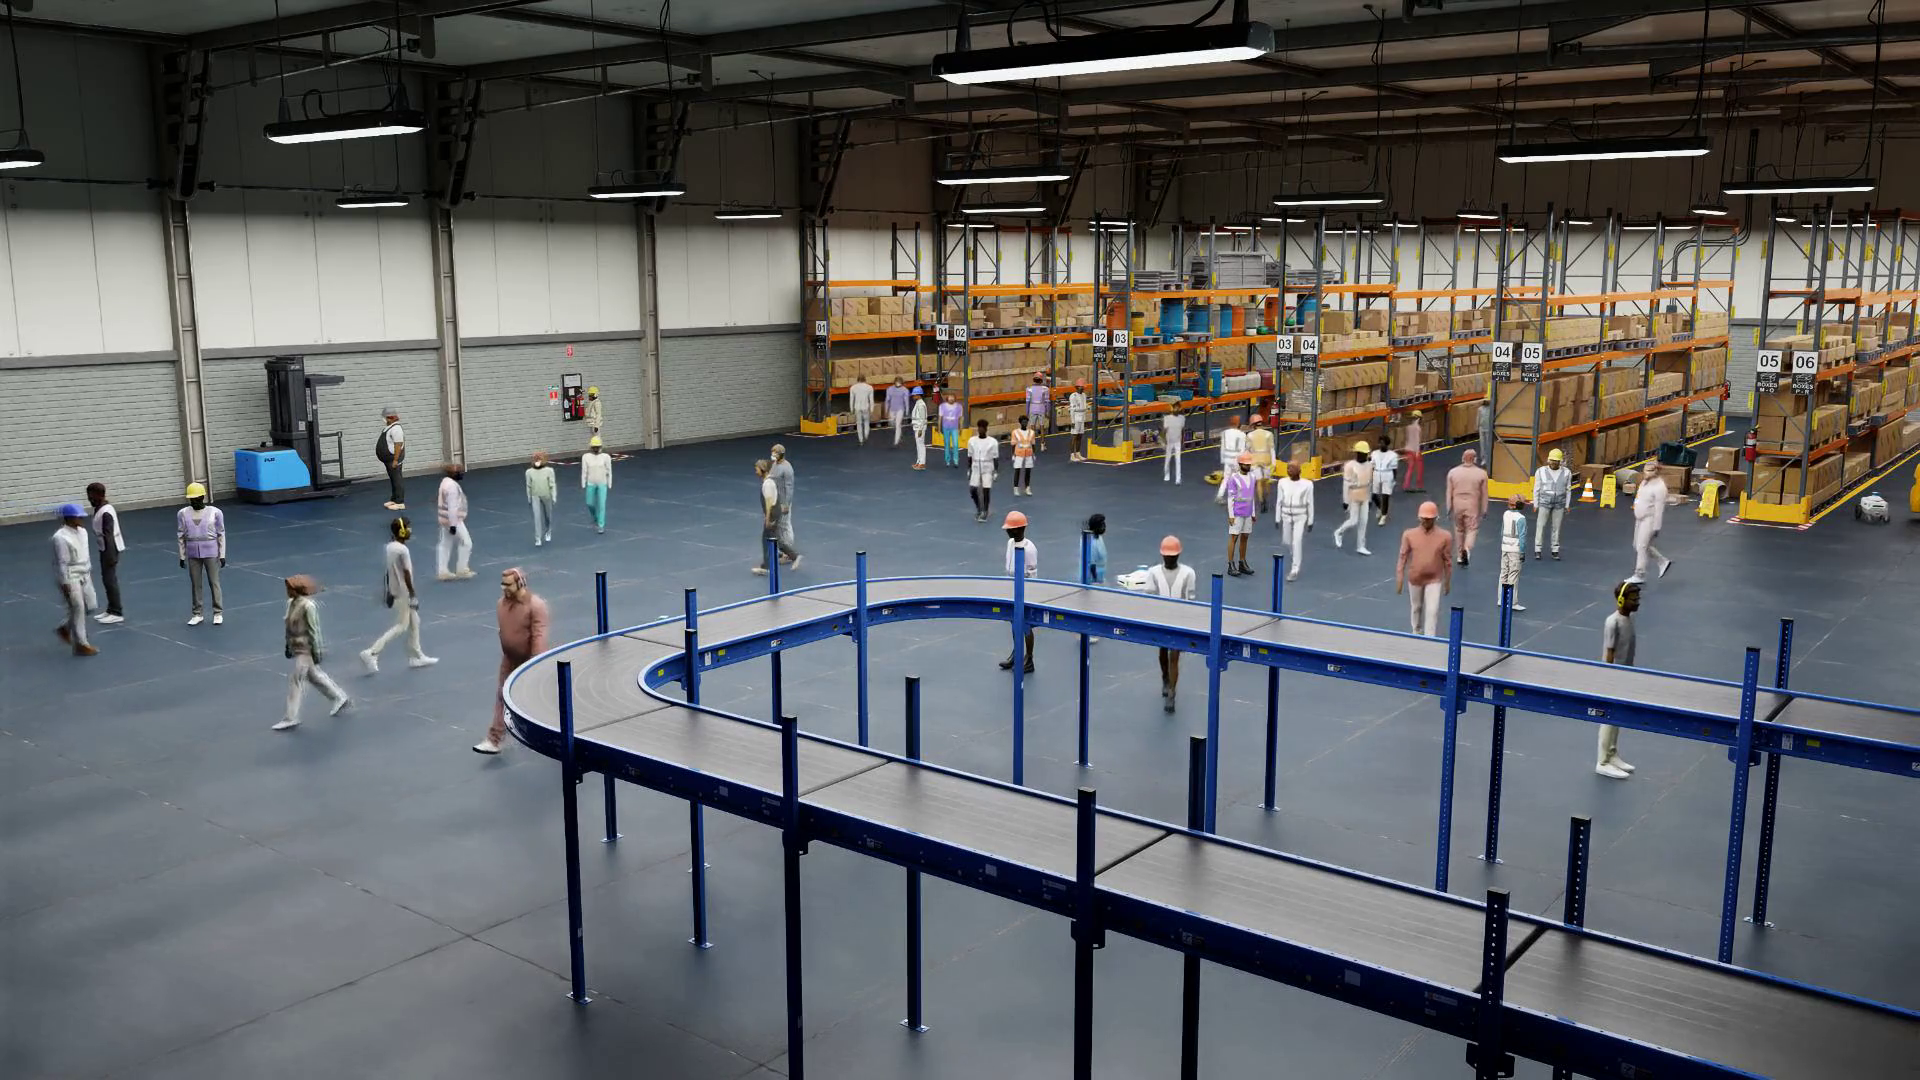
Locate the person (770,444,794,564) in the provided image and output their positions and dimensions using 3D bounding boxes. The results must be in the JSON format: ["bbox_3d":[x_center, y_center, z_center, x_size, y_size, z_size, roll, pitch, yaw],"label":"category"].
[{"bbox_3d":[-2.906,-0.599,25.383,0.371,1.939,0.627,-6,12,-30],"label":"person"}]

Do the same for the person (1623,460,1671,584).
[{"bbox_3d":[10.448,-0.273,23.657,0.680,1.887,0.658,0,10,2],"label":"person"}]

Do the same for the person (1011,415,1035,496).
[{"bbox_3d":[1.319,-1.763,32.609,0.540,1.695,0.317,-3,10,-16],"label":"person"}]

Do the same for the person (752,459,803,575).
[{"bbox_3d":[-2.860,-0.355,24.396,0.738,1.806,0.591,0,10,-3],"label":"person"}]

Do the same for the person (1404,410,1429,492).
[{"bbox_3d":[9.695,-1.880,33.171,0.629,1.719,0.585,-2,10,-10],"label":"person"}]

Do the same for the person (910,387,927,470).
[{"bbox_3d":[-0.968,-2.635,36.818,0.397,1.944,0.616,-2,10,-9],"label":"person"}]

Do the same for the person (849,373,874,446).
[{"bbox_3d":[-2.628,-3.489,41.712,0.650,1.914,0.674,-1,10,-6],"label":"person"}]

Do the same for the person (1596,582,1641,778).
[{"bbox_3d":[6.274,1.309,14.861,0.340,1.867,0.518,9,13,40],"label":"person"}]

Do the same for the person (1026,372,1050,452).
[{"bbox_3d":[2.001,-3.310,40.342,0.613,2.041,0.393,1,10,6],"label":"person"}]

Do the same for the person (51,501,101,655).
[{"bbox_3d":[-11.019,0.469,19.399,0.543,1.930,0.610,1,10,4],"label":"person"}]

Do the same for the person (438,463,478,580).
[{"bbox_3d":[-7.707,-0.282,23.950,0.696,1.805,0.745,-5,11,-28],"label":"person"}]

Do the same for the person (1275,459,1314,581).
[{"bbox_3d":[5.194,-0.340,24.157,0.602,1.867,0.764,7,12,33],"label":"person"}]

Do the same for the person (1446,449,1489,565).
[{"bbox_3d":[8.123,-0.519,25.098,0.650,1.886,0.737,5,11,28],"label":"person"}]

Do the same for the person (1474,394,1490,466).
[{"bbox_3d":[12.595,-2.641,37.471,0.490,1.729,0.458,7,12,34],"label":"person"}]

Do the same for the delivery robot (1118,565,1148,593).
[{"bbox_3d":[2.622,0.605,22.351,0.707,0.478,0.477,-4,11,-19],"label":"delivery robot"}]

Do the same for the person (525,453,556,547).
[{"bbox_3d":[-7.247,-0.736,27.101,0.502,1.596,0.822,-2,10,-11],"label":"person"}]

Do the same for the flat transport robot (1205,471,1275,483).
[{"bbox_3d":[6.198,-1.399,34.694,1.431,0.197,0.652,0,10,-2],"label":"flat transport robot"}]

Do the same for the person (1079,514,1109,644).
[{"bbox_3d":[1.748,0.494,19.956,0.500,1.676,0.551,3,11,17],"label":"person"}]

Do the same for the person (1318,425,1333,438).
[{"bbox_3d":[10.147,-3.712,43.188,0.636,1.840,0.428,9,13,41],"label":"person"}]

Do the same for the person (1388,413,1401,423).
[{"bbox_3d":[13.174,-4.330,47.229,0.313,1.636,0.517,-4,11,-21],"label":"person"}]

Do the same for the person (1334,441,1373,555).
[{"bbox_3d":[6.622,-0.727,26.201,0.592,1.911,0.608,-6,12,-29],"label":"person"}]

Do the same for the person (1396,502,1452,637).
[{"bbox_3d":[5.724,0.481,19.317,0.653,1.937,1.043,4,11,20],"label":"person"}]

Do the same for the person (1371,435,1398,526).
[{"bbox_3d":[7.867,-1.125,29.058,0.537,1.688,0.423,7,12,33],"label":"person"}]

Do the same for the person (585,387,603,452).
[{"bbox_3d":[-8.947,-2.834,38.247,0.404,1.836,0.586,-5,11,-26],"label":"person"}]

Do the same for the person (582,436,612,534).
[{"bbox_3d":[-6.532,-1.012,28.192,0.544,1.754,0.494,-1,10,-7],"label":"person"}]

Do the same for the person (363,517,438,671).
[{"bbox_3d":[-6.722,0.645,18.671,0.824,1.843,0.523,-7,12,-34],"label":"person"}]

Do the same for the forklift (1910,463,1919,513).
[{"bbox_3d":[19.034,-1.348,28.998,2.313,2.155,1.214,8,13,37],"label":"forklift"}]

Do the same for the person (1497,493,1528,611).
[{"bbox_3d":[7.767,0.159,21.954,0.309,1.639,0.522,-2,10,-11],"label":"person"}]

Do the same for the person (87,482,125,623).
[{"bbox_3d":[-11.577,0.156,21.223,0.438,1.908,0.599,-7,12,-34],"label":"person"}]

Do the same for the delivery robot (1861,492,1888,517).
[{"bbox_3d":[17.223,-0.658,29.462,0.477,0.478,0.707,4,11,19],"label":"delivery robot"}]

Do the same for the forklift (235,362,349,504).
[{"bbox_3d":[-13.803,-2.244,32.110,1.129,2.768,1.873,8,13,37],"label":"forklift"}]

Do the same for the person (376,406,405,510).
[{"bbox_3d":[-11.254,-1.613,30.919,0.536,2.000,0.679,-6,12,-29],"label":"person"}]

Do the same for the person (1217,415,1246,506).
[{"bbox_3d":[5.364,-1.554,30.992,0.593,1.861,0.763,9,14,43],"label":"person"}]

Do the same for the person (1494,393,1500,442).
[{"bbox_3d":[13.614,-2.949,39.543,0.491,1.606,0.783,7,12,33],"label":"person"}]

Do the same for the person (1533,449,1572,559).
[{"bbox_3d":[9.712,-0.593,25.654,0.592,1.828,0.404,2,10,9],"label":"person"}]

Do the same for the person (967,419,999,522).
[{"bbox_3d":[0.418,-1.306,29.310,0.631,1.947,0.434,3,11,17],"label":"person"}]

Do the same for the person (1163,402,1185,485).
[{"bbox_3d":[4.705,-2.164,34.570,0.532,1.817,1.017,-1,10,-5],"label":"person"}]

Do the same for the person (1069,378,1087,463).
[{"bbox_3d":[2.920,-2.928,38.208,0.395,2.039,0.608,8,13,39],"label":"person"}]

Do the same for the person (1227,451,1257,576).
[{"bbox_3d":[4.406,-0.419,24.365,0.543,1.939,0.360,-7,12,-33],"label":"person"}]

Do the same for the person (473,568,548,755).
[{"bbox_3d":[-4.368,1.204,15.481,0.664,1.854,1.005,5,11,26],"label":"person"}]

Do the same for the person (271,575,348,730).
[{"bbox_3d":[-6.899,1.142,16.524,0.829,1.603,0.528,-10,14,-44],"label":"person"}]

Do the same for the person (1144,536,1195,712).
[{"bbox_3d":[2.300,0.873,17.257,0.564,1.889,1.007,2,10,11],"label":"person"}]

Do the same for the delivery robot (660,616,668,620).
[{"bbox_3d":[-3.624,1.046,19.140,0.335,0.223,0.698,1,10,7],"label":"delivery robot"}]

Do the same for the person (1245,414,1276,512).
[{"bbox_3d":[5.914,-1.531,30.809,0.581,1.877,0.978,1,10,6],"label":"person"}]

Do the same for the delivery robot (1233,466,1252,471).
[{"bbox_3d":[6.470,-1.687,35.255,0.707,0.478,0.477,-1,10,-4],"label":"delivery robot"}]

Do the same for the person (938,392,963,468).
[{"bbox_3d":[-0.231,-2.593,37.030,0.584,1.792,0.976,0,10,-1],"label":"person"}]

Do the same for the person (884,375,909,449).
[{"bbox_3d":[-1.651,-3.384,41.164,0.640,1.898,0.804,4,11,19],"label":"person"}]

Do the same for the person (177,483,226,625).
[{"bbox_3d":[-10.178,0.183,21.006,0.594,1.926,0.367,-2,10,-9],"label":"person"}]

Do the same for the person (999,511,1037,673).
[{"bbox_3d":[0.683,0.612,18.576,0.374,1.932,0.550,-6,12,-29],"label":"person"}]
